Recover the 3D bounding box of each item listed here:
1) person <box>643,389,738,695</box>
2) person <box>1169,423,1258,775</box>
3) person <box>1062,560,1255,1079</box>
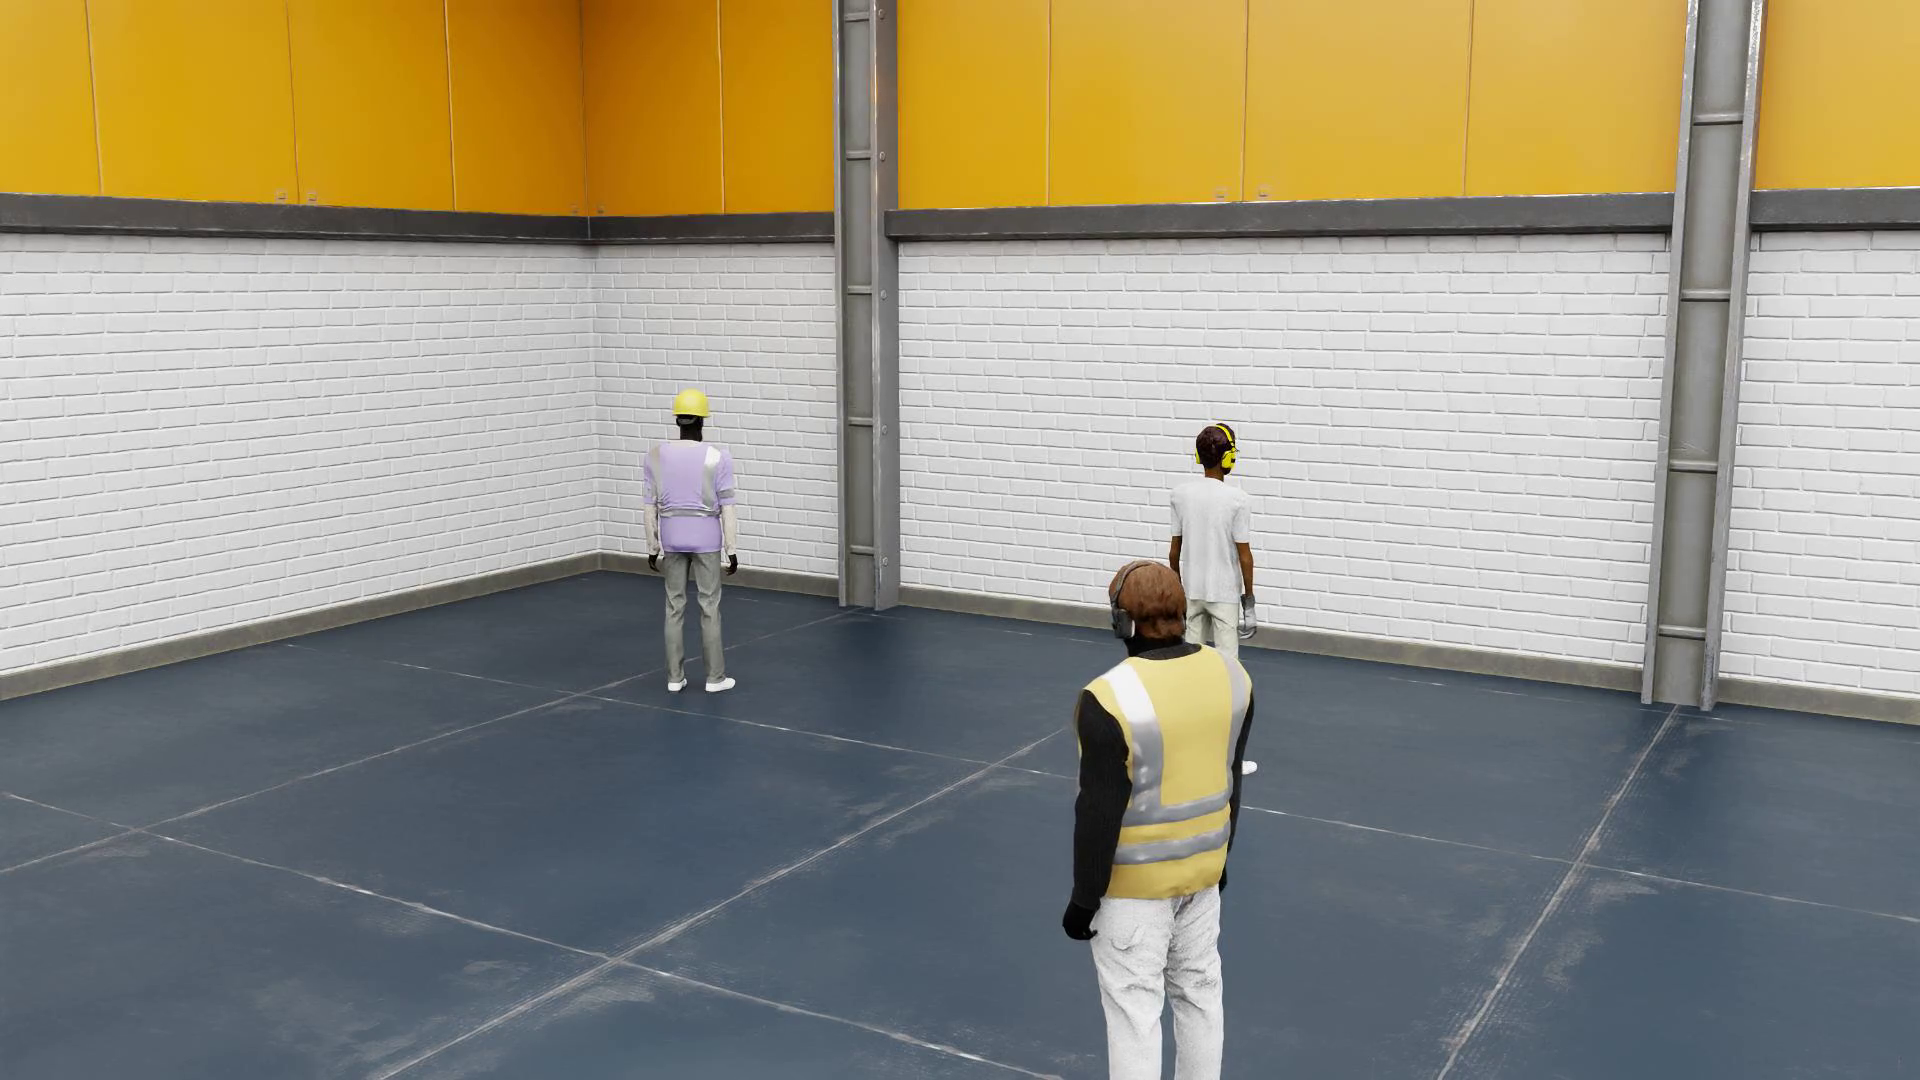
[{"bbox_3d":[-1.684,0.016,10.482,0.595,1.923,0.380,1,9,8],"label":"person"},{"bbox_3d":[1.340,0.320,8.760,0.512,1.870,0.328,7,12,38],"label":"person"},{"bbox_3d":[0.549,0.967,4.828,0.619,1.839,0.430,-7,11,-36],"label":"person"}]
